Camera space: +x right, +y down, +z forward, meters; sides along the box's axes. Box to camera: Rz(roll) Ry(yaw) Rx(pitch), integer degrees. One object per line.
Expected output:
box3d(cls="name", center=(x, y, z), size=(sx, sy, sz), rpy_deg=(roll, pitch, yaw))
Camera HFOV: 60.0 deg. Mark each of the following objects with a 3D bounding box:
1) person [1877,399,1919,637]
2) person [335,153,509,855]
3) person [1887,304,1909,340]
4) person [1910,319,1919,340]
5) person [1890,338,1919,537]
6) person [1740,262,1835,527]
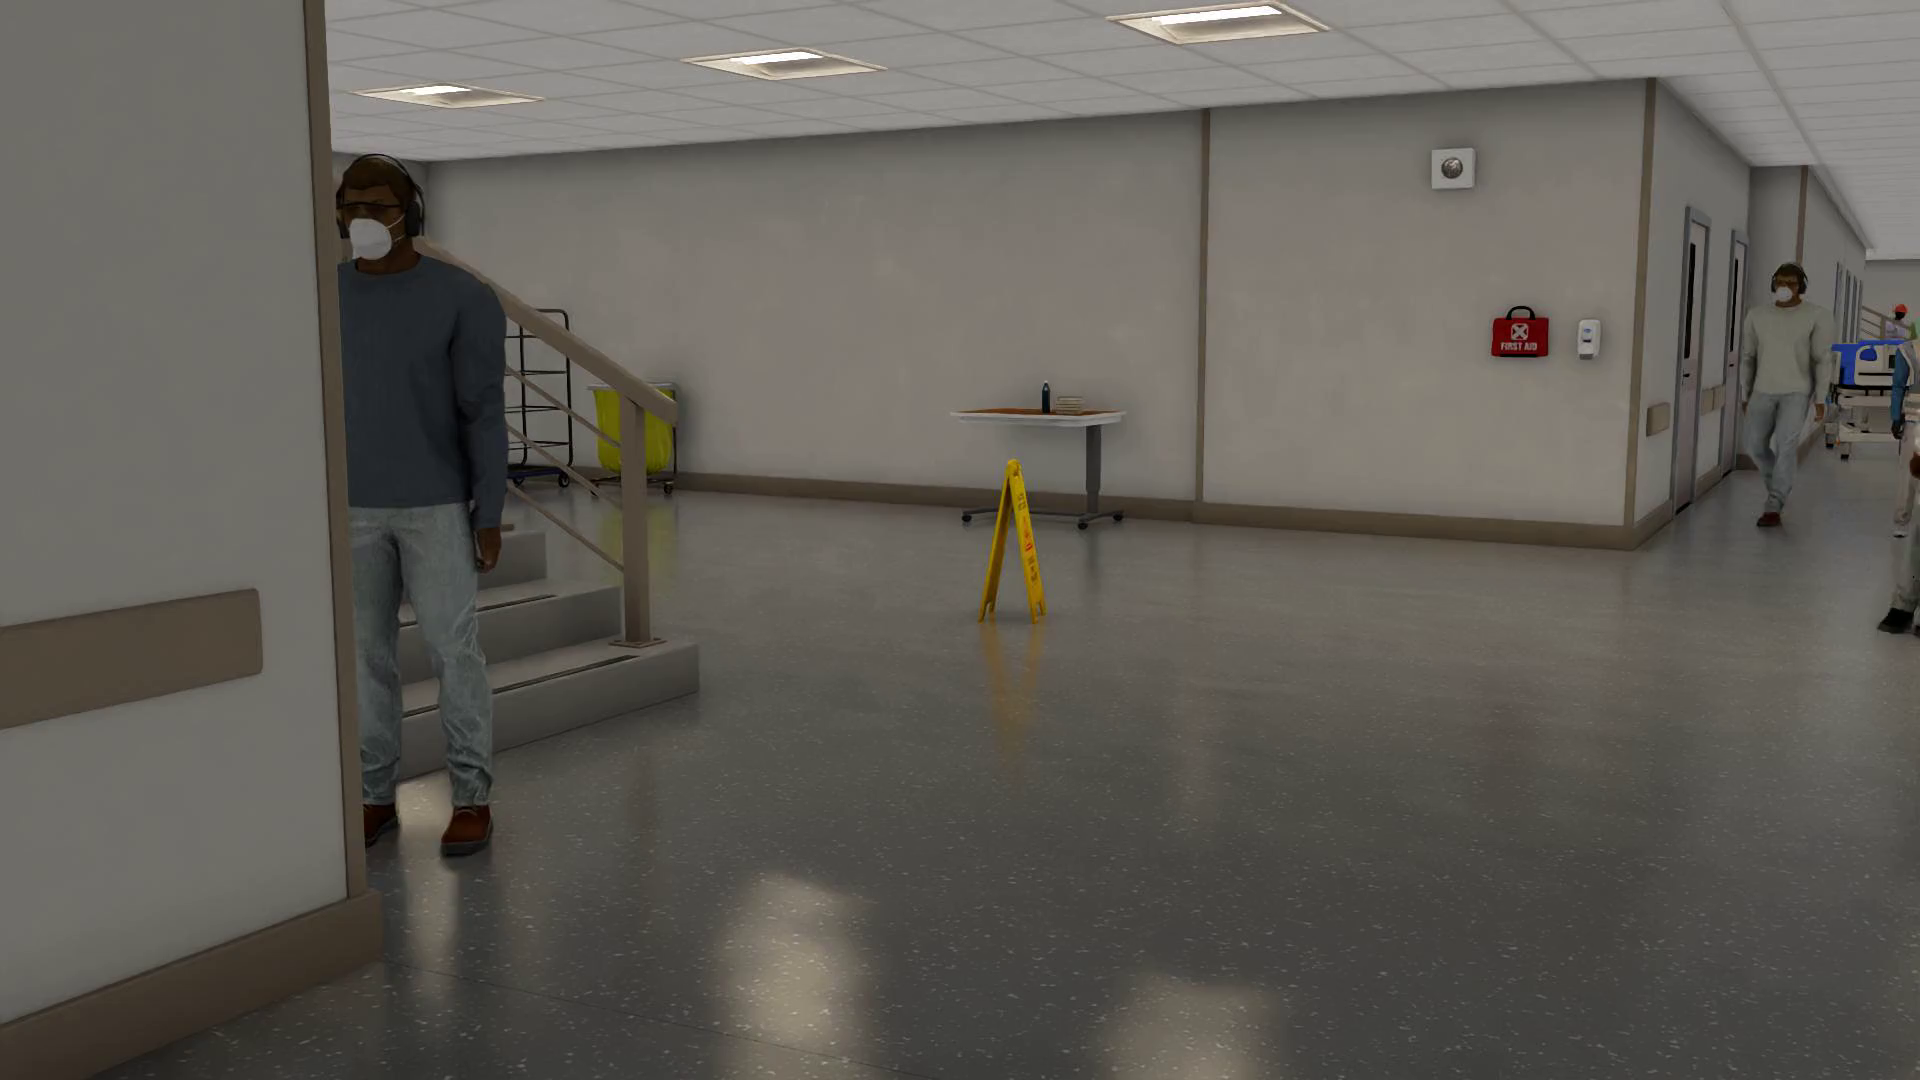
box3d(cls="person", center=(4.656, -0.406, 7.717), size=(0.474, 1.781, 0.667), rpy_deg=(-2, 8, -14))
box3d(cls="person", center=(-1.562, -0.084, 4.626), size=(0.629, 1.932, 0.364), rpy_deg=(1, 7, 5))
box3d(cls="person", center=(21.414, -4.417, 38.014), size=(0.557, 1.924, 0.405), rpy_deg=(-3, 8, -22))
box3d(cls="person", center=(12.993, -2.331, 22.272), size=(0.581, 1.828, 0.571), rpy_deg=(2, 8, 15))
box3d(cls="person", center=(6.658, -0.815, 11.400), size=(0.509, 1.629, 0.314), rpy_deg=(3, 8, 23))
box3d(cls="person", center=(6.022, -1.057, 12.140), size=(0.639, 1.922, 0.595), rpy_deg=(7, 10, 44))
